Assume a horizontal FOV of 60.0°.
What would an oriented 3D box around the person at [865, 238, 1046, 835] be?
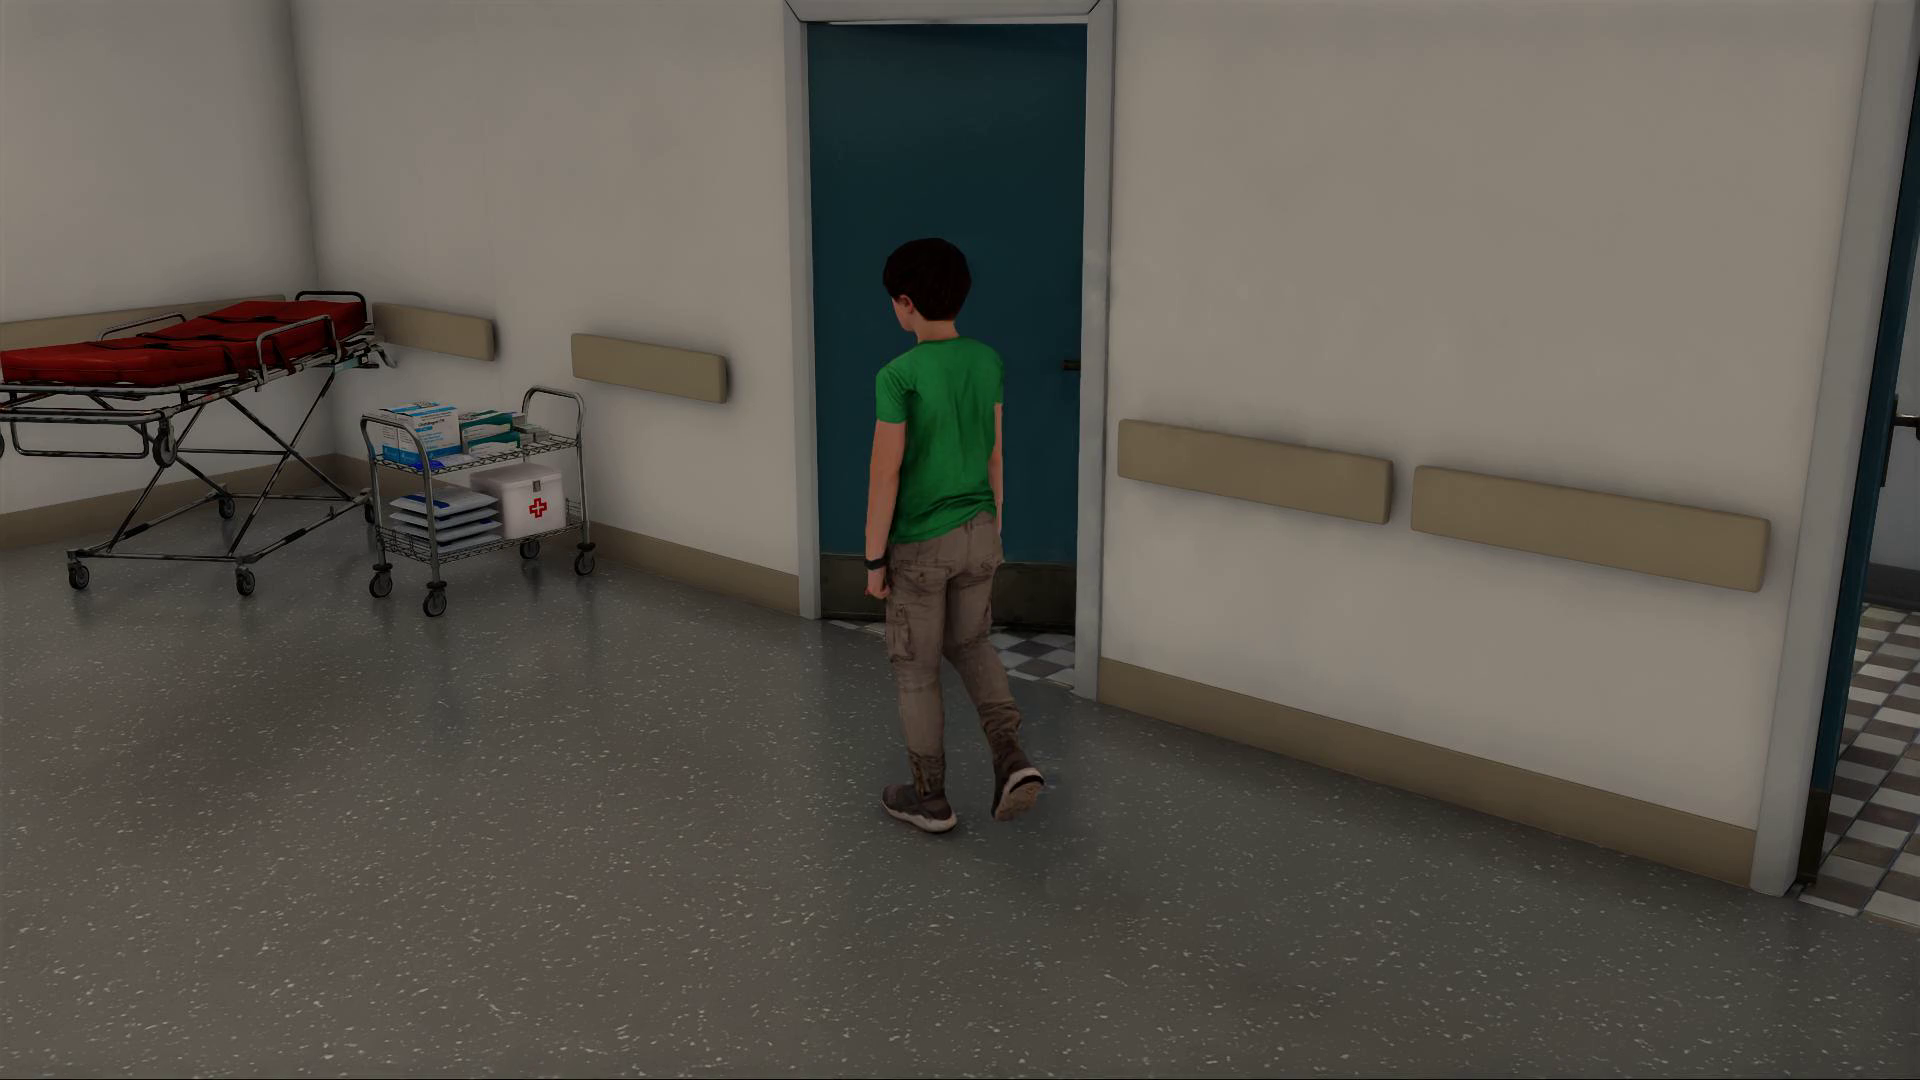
[{"bbox_3d":[0.003,0.031,4.415,0.712,1.645,0.872,-12,19,-35],"label":"person"}]
